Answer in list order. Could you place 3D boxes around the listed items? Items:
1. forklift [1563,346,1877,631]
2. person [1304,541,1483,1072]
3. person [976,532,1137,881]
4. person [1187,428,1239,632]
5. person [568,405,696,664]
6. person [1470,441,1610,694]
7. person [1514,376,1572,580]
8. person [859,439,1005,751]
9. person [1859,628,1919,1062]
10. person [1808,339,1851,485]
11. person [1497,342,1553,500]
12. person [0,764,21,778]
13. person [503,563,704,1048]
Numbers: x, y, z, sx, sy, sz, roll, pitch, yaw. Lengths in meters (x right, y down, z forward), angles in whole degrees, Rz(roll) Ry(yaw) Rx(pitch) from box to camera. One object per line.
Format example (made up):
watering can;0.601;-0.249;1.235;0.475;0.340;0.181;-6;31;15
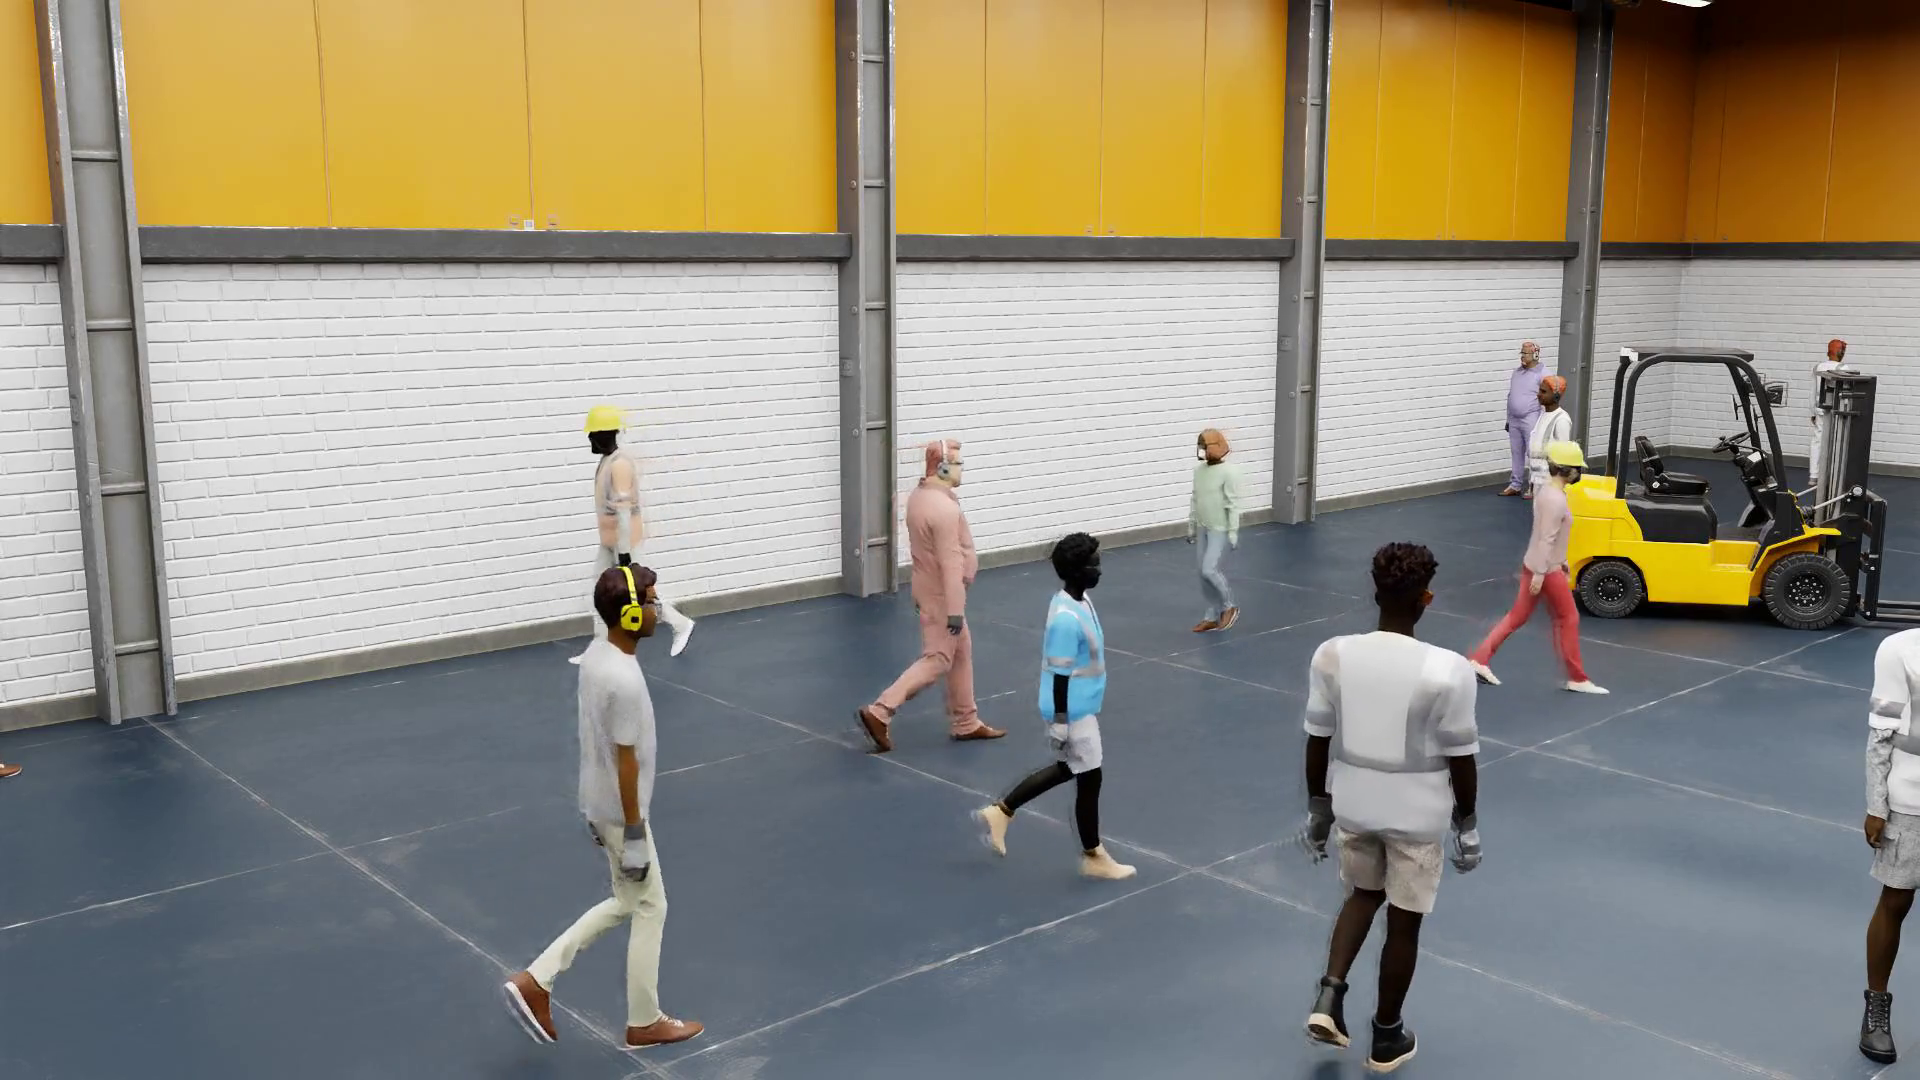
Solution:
forklift;6.109;-0.478;13.691;2.313;2.155;1.214;3;10;16
person;1.547;0.965;5.950;0.614;1.950;0.447;9;13;41
person;0.458;0.779;7.835;0.718;1.674;0.537;1;10;6
person;1.937;-0.062;12.941;0.349;1.614;0.523;-6;11;-30
person;-2.385;-0.041;12.026;0.853;1.899;0.594;-4;11;-23
person;3.923;0.180;11.266;0.916;1.721;0.519;2;10;10
person;5.251;-0.528;14.891;0.355;1.885;0.574;0;10;-1
person;-0.164;0.330;9.897;0.868;1.877;0.653;-2;10;-13
person;3.580;0.961;6.033;0.543;1.932;0.365;2;10;12
person;11.141;-1.622;21.286;0.354;1.887;0.572;-4;10;-22
person;6.871;-1.448;20.210;0.409;1.909;0.643;-5;11;-27
person;-5.613;0.423;9.369;0.535;1.868;0.309;9;13;41
person;-1.298;1.002;6.051;0.631;1.852;0.503;-5;11;-26
